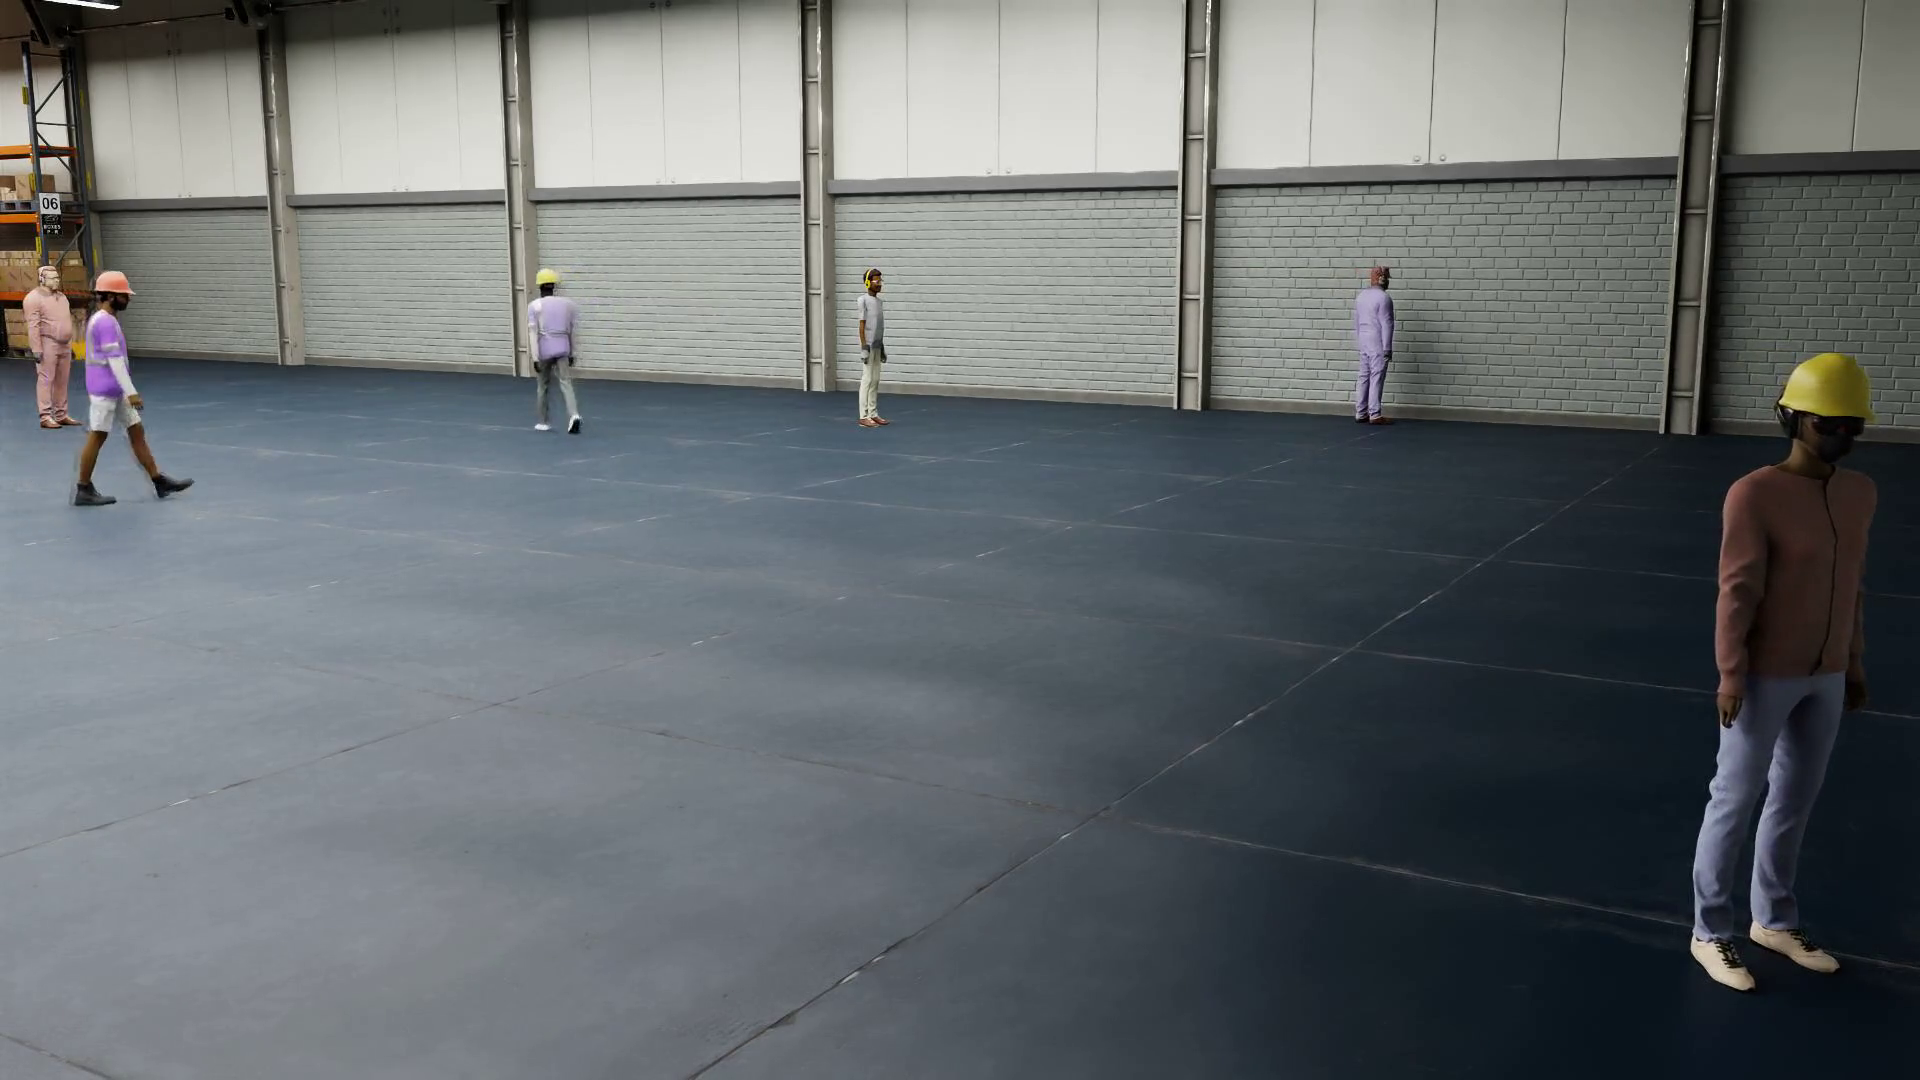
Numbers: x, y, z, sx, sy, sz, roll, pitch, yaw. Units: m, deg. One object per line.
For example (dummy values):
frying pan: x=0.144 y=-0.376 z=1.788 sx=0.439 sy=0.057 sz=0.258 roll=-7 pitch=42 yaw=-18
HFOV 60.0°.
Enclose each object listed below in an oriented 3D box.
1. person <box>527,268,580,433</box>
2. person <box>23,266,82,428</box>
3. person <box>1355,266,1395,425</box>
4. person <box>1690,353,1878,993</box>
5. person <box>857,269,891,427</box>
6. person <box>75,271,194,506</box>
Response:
person: x=-4.651 y=-2.166 z=19.081 sx=0.590 sy=1.894 sz=0.914 roll=-6 pitch=12 yaw=-34
person: x=-10.707 y=-2.277 z=19.666 sx=0.403 sy=1.906 sz=0.651 roll=2 pitch=10 yaw=9
person: x=5.025 y=-2.341 z=20.042 sx=0.401 sy=1.906 sz=0.651 roll=-3 pitch=10 yaw=-19
person: x=2.313 y=0.367 z=4.600 sx=0.532 sy=1.765 sz=0.328 roll=-4 pitch=10 yaw=-22
person: x=-1.030 y=-2.284 z=19.810 sx=0.328 sy=1.872 sz=0.513 roll=4 pitch=11 yaw=24
person: x=-6.816 y=-1.229 z=13.580 sx=0.957 sy=1.891 sz=0.570 roll=-4 pitch=10 yaw=-21
